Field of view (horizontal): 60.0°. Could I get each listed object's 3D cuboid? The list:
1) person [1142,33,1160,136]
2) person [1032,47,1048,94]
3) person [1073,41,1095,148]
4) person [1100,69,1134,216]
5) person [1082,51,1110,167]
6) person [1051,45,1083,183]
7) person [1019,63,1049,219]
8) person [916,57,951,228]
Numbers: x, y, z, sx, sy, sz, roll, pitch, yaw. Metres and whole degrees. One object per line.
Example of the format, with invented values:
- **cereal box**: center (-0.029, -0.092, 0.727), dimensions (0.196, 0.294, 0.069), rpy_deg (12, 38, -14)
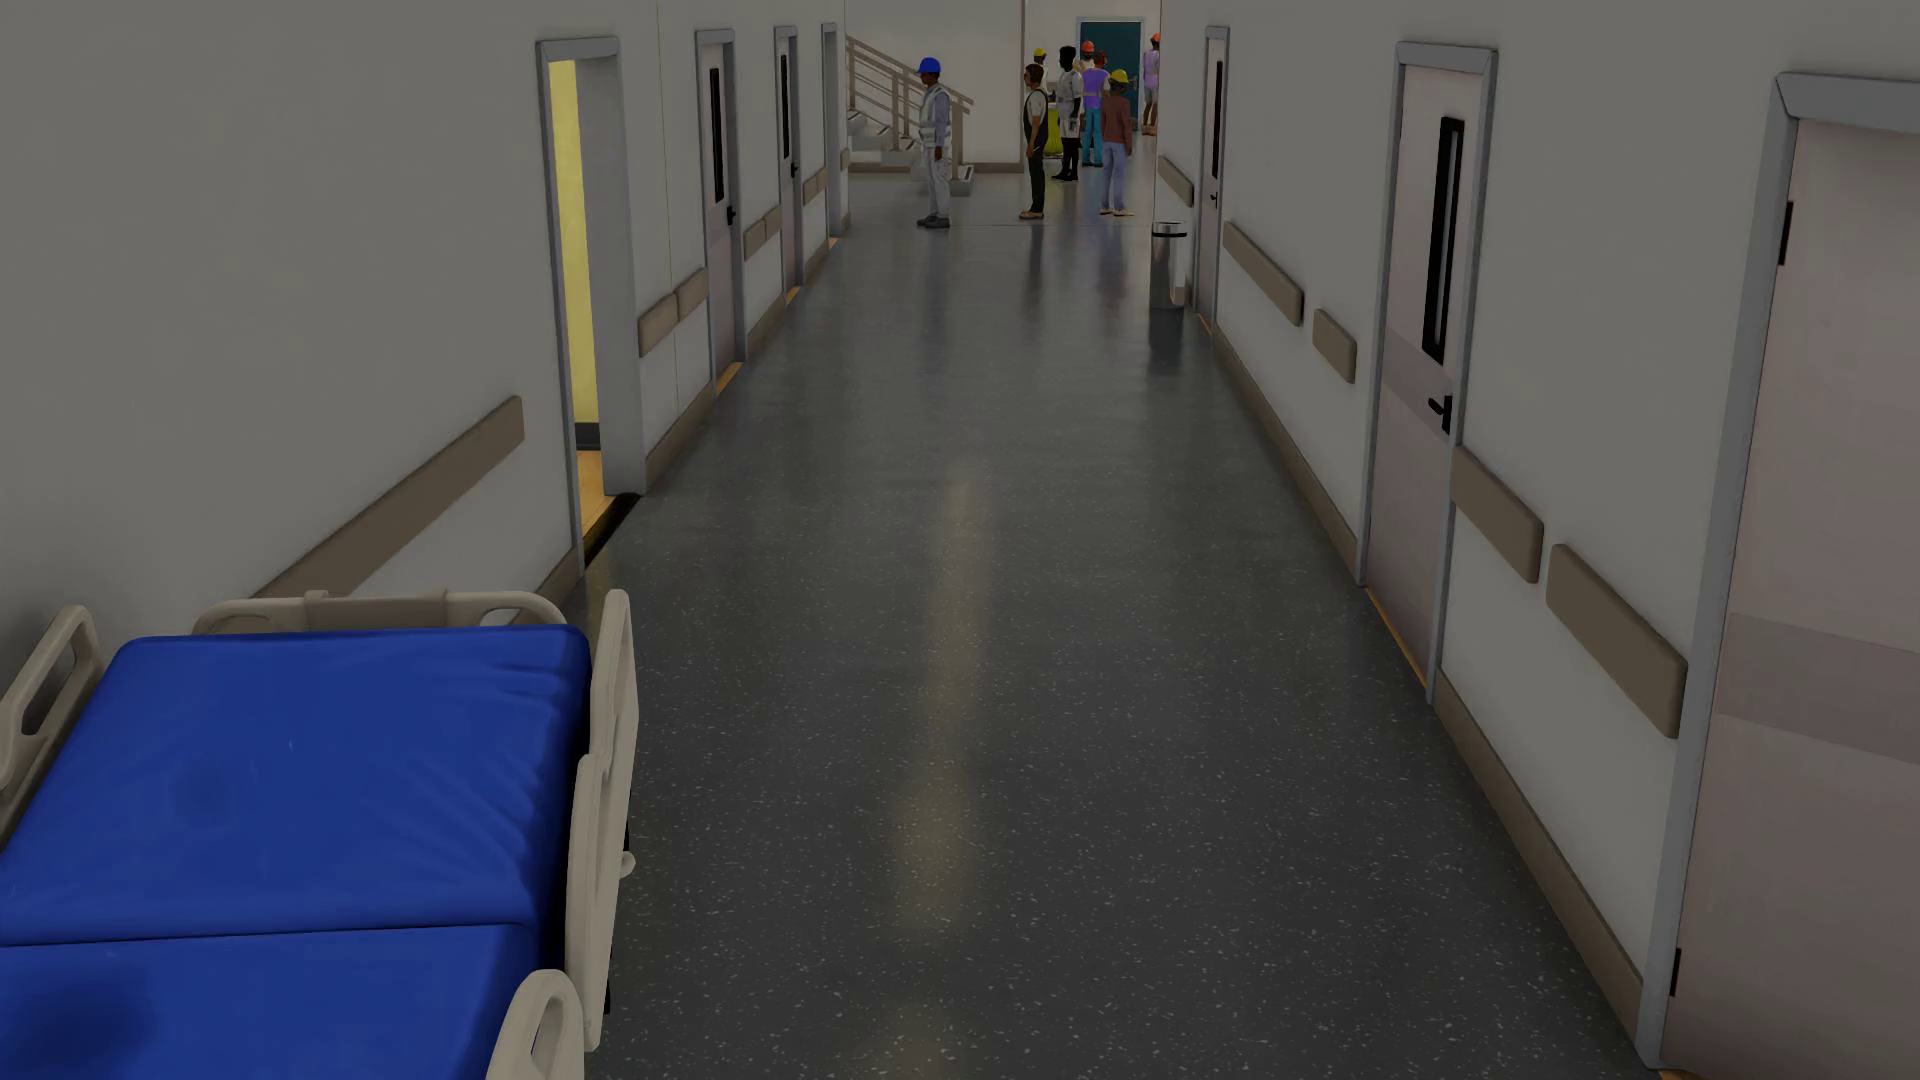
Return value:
- **person**: center (3.953, -9.234, 33.737), dimensions (0.403, 2.031, 0.614), rpy_deg (-11, 21, -30)
- **person**: center (1.547, -8.670, 32.384), dimensions (0.304, 1.771, 0.523), rpy_deg (7, 19, 22)
- **person**: center (2.339, -8.210, 30.689), dimensions (0.539, 1.929, 0.384), rpy_deg (-5, 18, -14)
- **person**: center (1.935, -4.890, 20.510), dimensions (0.308, 1.769, 0.525), rpy_deg (-12, 21, -34)
- **person**: center (2.197, -6.960, 26.908), dimensions (0.387, 1.839, 0.568), rpy_deg (-16, 23, -40)
- **person**: center (1.592, -6.276, 24.536), dimensions (0.368, 1.967, 0.600), rpy_deg (-6, 19, -17)
- **person**: center (0.897, -4.824, 20.171), dimensions (0.346, 1.846, 0.506), rpy_deg (3, 18, 9)
- **person**: center (-0.307, -4.621, 19.391), dimensions (0.408, 1.943, 0.612), rpy_deg (-6, 19, -18)
